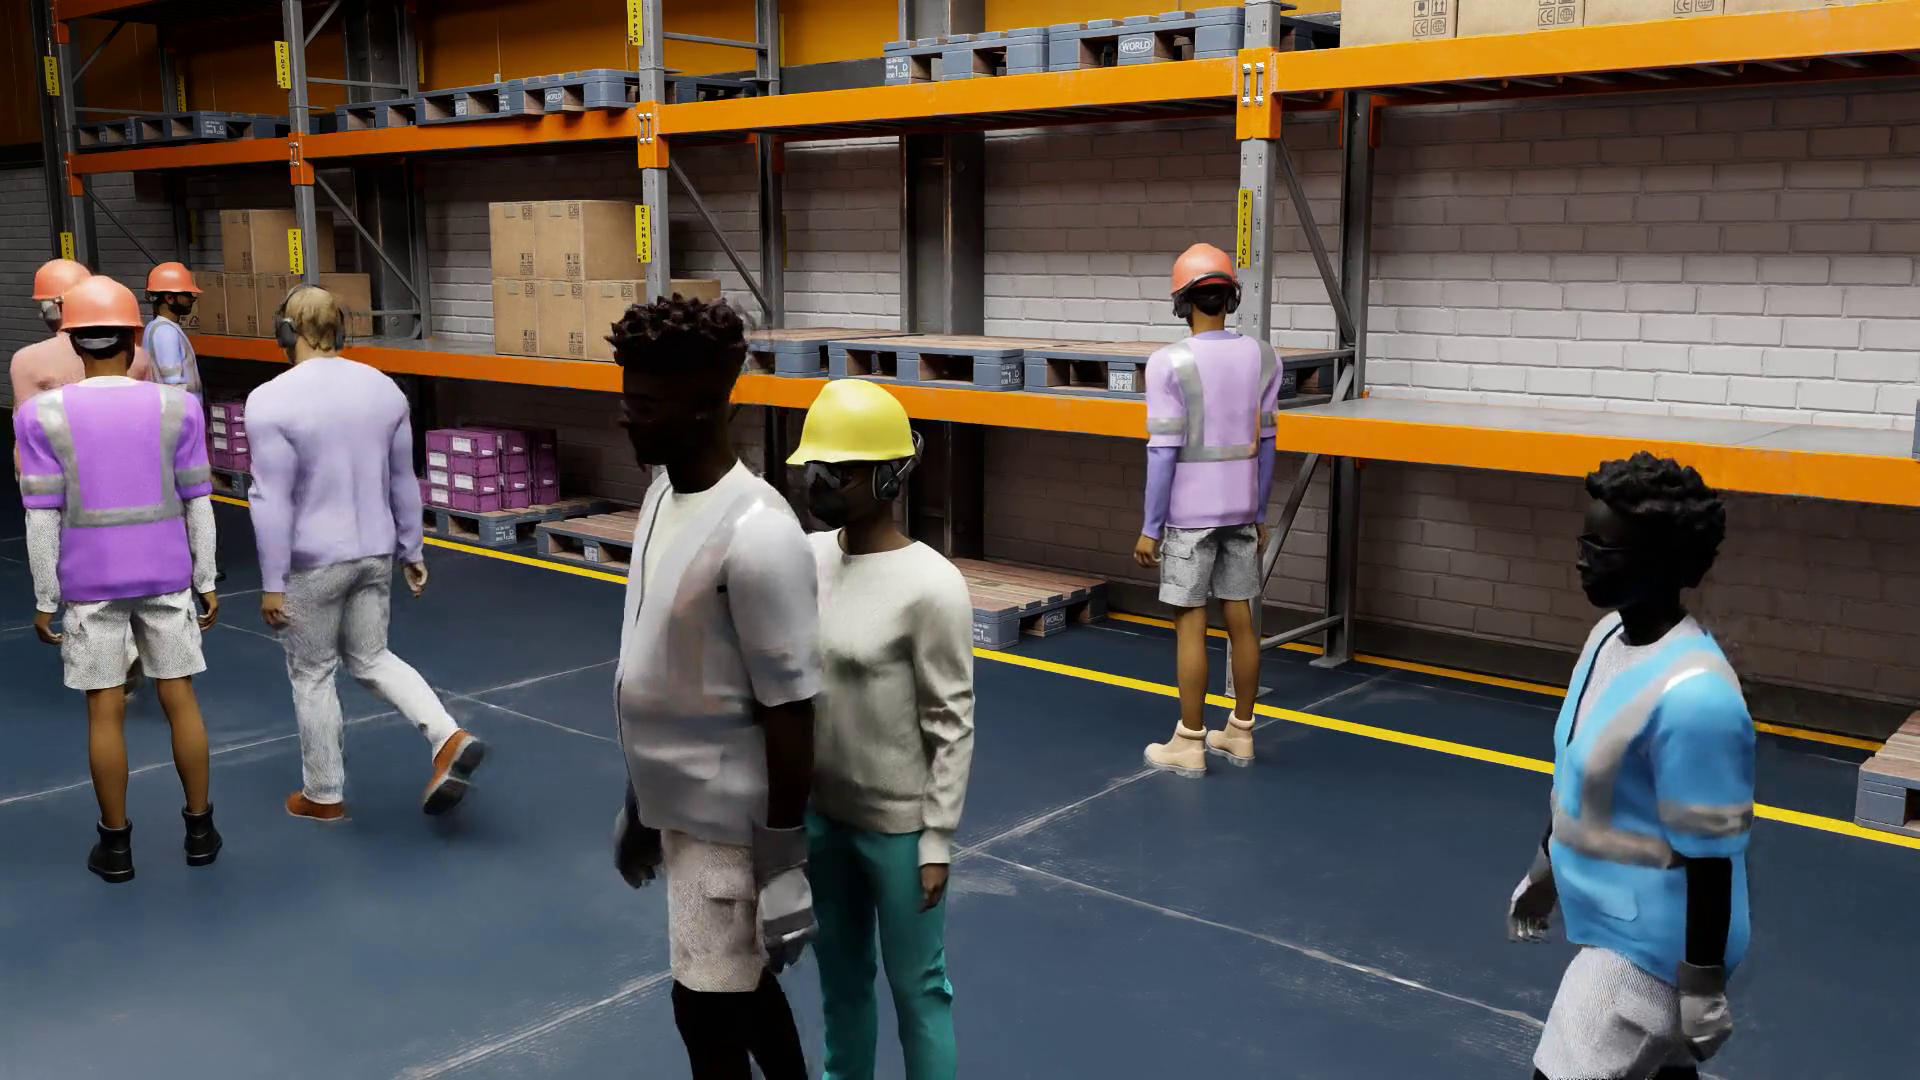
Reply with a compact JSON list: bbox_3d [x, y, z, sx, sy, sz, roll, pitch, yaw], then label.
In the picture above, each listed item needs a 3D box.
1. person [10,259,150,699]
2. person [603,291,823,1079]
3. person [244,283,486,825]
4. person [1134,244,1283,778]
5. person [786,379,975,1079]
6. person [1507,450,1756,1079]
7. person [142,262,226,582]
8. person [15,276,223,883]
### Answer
[{"bbox_3d":[-3.773,-0.233,7.284,0.614,1.975,0.629,7,12,35],"label":"person"},{"bbox_3d":[-0.450,0.506,3.262,0.718,1.959,0.667,-5,11,-27],"label":"person"},{"bbox_3d":[-2.069,0.081,5.720,0.740,1.911,0.647,6,12,31],"label":"person"},{"bbox_3d":[0.934,-0.106,6.396,0.605,2.037,0.394,-5,11,-28],"label":"person"},{"bbox_3d":[-0.198,0.557,3.390,0.522,1.769,0.318,10,14,44],"label":"person"},{"bbox_3d":[1.107,0.682,2.921,0.676,1.675,0.538,2,10,10],"label":"person"},{"bbox_3d":[-4.716,-0.702,10.071,0.356,1.937,0.552,-6,12,-32],"label":"person"},{"bbox_3d":[-2.692,0.127,5.360,0.550,1.933,0.374,-7,12,-33],"label":"person"}]
